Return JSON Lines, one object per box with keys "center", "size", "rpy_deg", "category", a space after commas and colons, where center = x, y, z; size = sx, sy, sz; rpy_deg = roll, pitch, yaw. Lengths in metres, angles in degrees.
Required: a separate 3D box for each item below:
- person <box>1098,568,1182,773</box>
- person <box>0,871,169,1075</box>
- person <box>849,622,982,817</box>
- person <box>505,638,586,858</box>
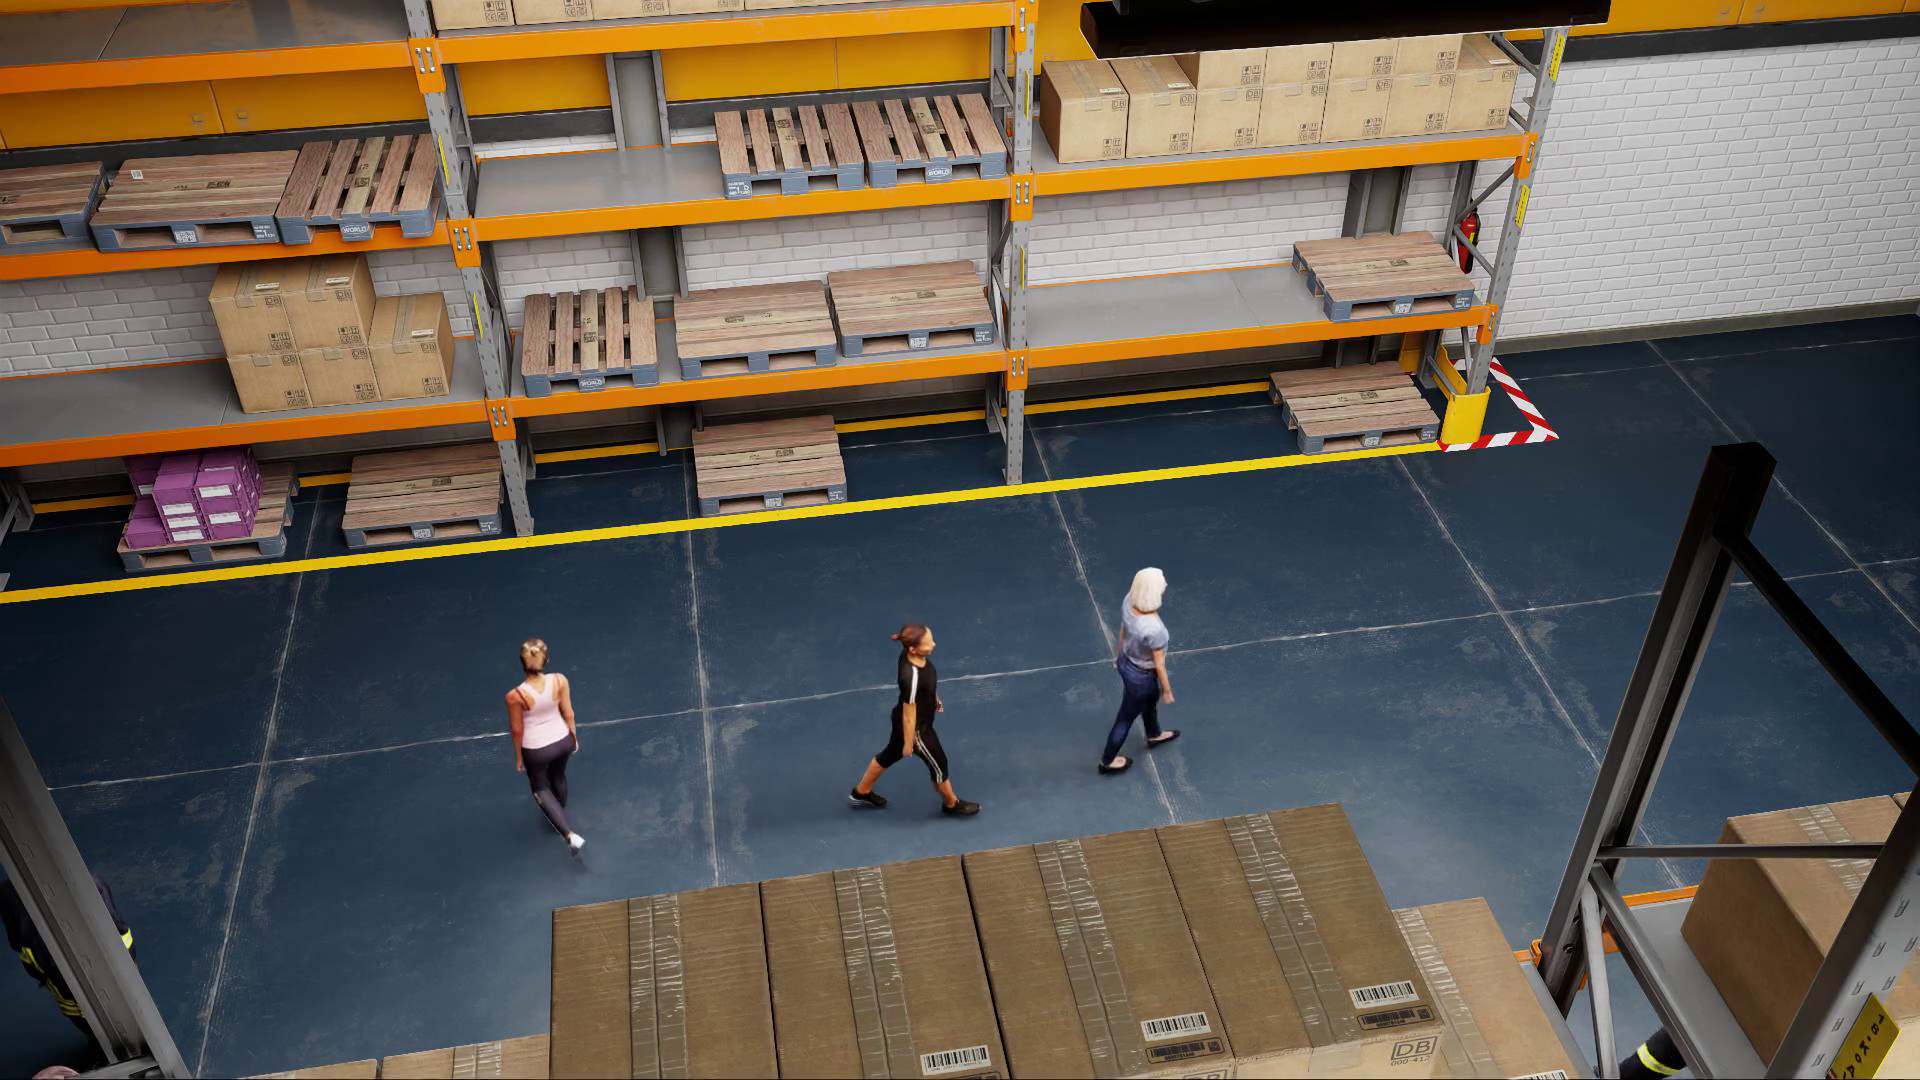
{"center": [1.078, 0.885, 10.814], "size": [0.930, 1.698, 0.700], "rpy_deg": [-13, 40, -16], "category": "person"}
{"center": [-4.771, 2.239, 9.019], "size": [0.612, 1.821, 0.815], "rpy_deg": [-4, 39, -4], "category": "person"}
{"center": [-0.374, 1.150, 10.532], "size": [1.120, 1.634, 0.689], "rpy_deg": [-1, 39, -1], "category": "person"}
{"center": [-2.525, 1.317, 10.321], "size": [0.917, 1.637, 0.853], "rpy_deg": [-24, 45, -27], "category": "person"}
